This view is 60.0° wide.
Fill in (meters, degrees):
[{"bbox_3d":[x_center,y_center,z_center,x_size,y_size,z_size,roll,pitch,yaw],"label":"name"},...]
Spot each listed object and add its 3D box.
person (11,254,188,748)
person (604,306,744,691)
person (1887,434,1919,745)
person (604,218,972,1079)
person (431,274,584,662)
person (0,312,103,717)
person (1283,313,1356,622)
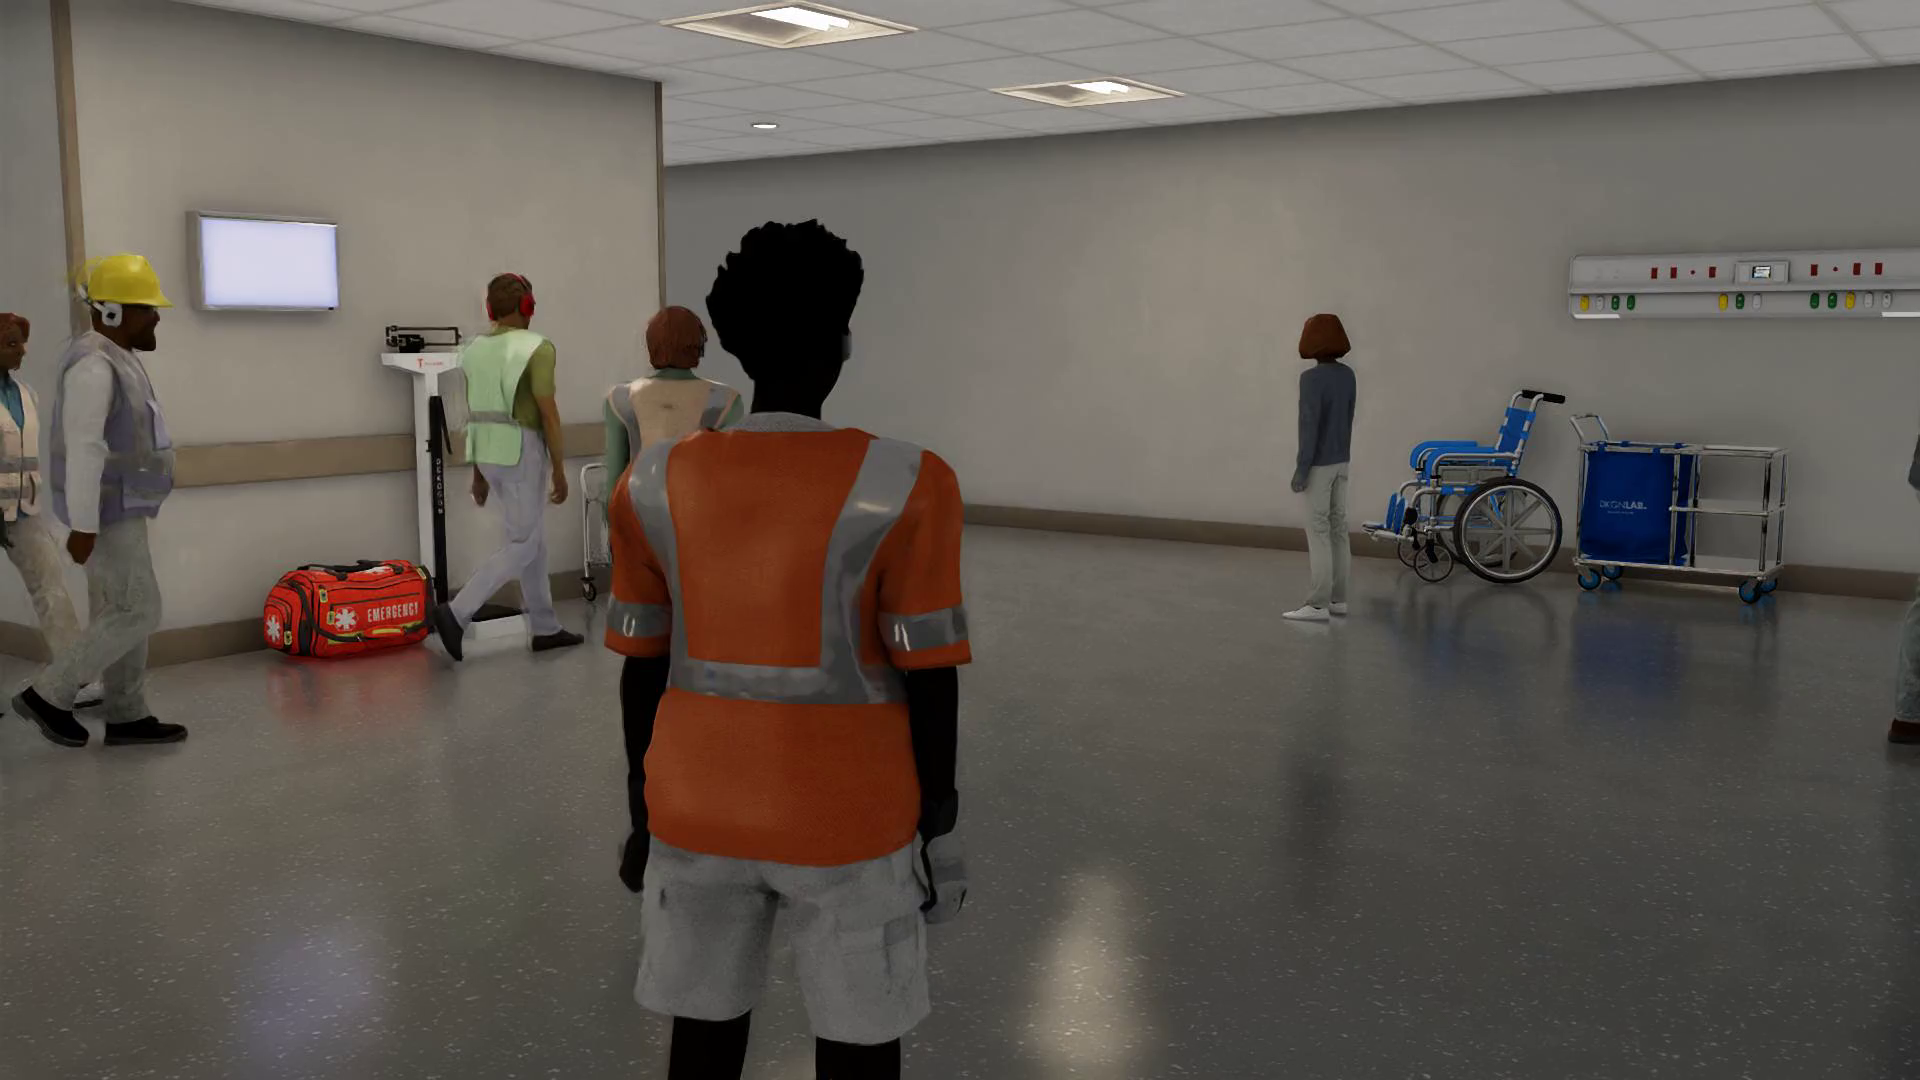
[{"bbox_3d":[-3.077,-0.120,6.011,0.515,1.812,0.618,-3,8,-20],"label":"person"},{"bbox_3d":[-0.997,-0.002,5.847,0.521,1.626,0.372,0,7,0],"label":"person"},{"bbox_3d":[3.555,-0.141,5.882,0.450,1.900,0.687,7,10,42],"label":"person"},{"bbox_3d":[-0.253,0.398,2.359,0.564,1.692,0.319,3,8,20],"label":"person"},{"bbox_3d":[-2.140,-0.338,7.778,0.596,1.812,0.809,6,9,38],"label":"person"},{"bbox_3d":[-3.709,-0.082,6.550,0.757,1.609,0.521,1,7,10],"label":"person"},{"bbox_3d":[1.923,-0.381,8.842,0.278,1.633,0.507,6,9,40],"label":"person"}]
